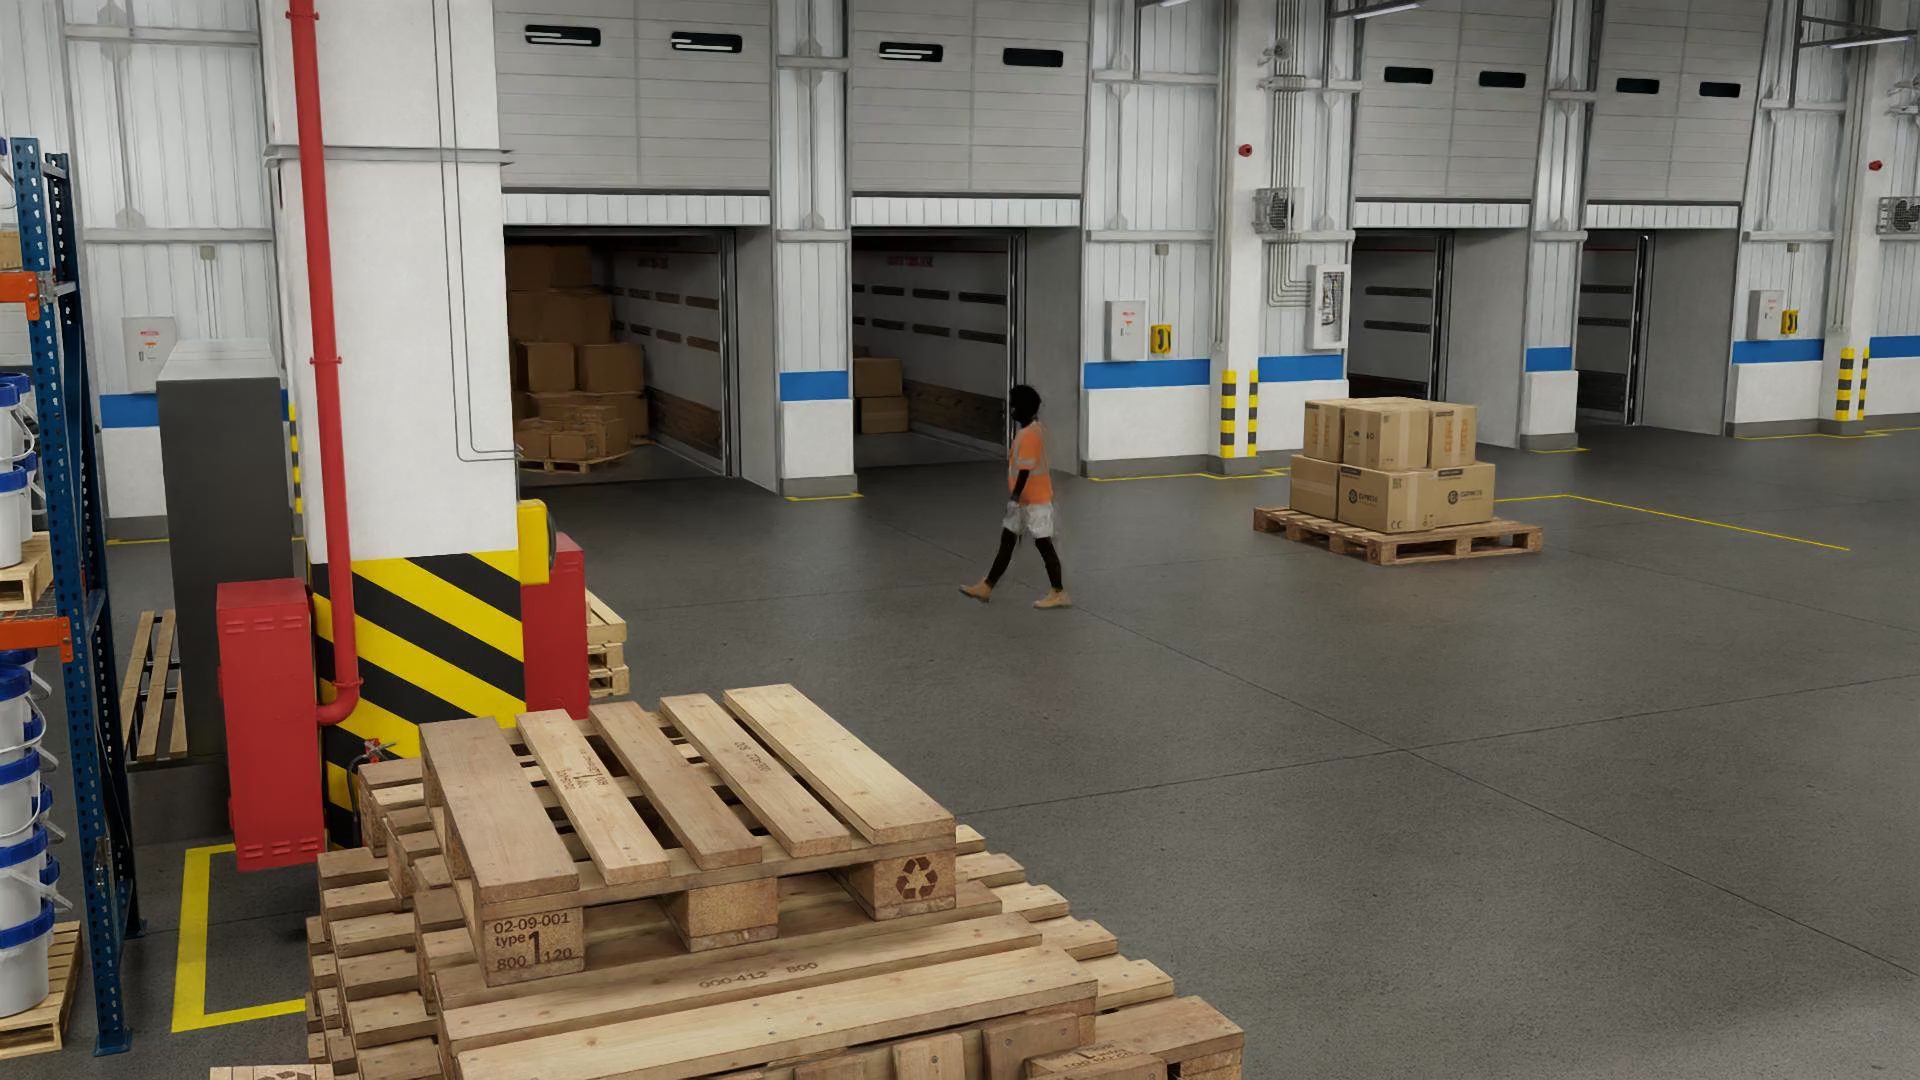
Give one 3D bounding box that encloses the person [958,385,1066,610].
[{"bbox_3d":[0.396,-0.298,12.197,0.836,1.659,0.538,-1,10,-7],"label":"person"}]
